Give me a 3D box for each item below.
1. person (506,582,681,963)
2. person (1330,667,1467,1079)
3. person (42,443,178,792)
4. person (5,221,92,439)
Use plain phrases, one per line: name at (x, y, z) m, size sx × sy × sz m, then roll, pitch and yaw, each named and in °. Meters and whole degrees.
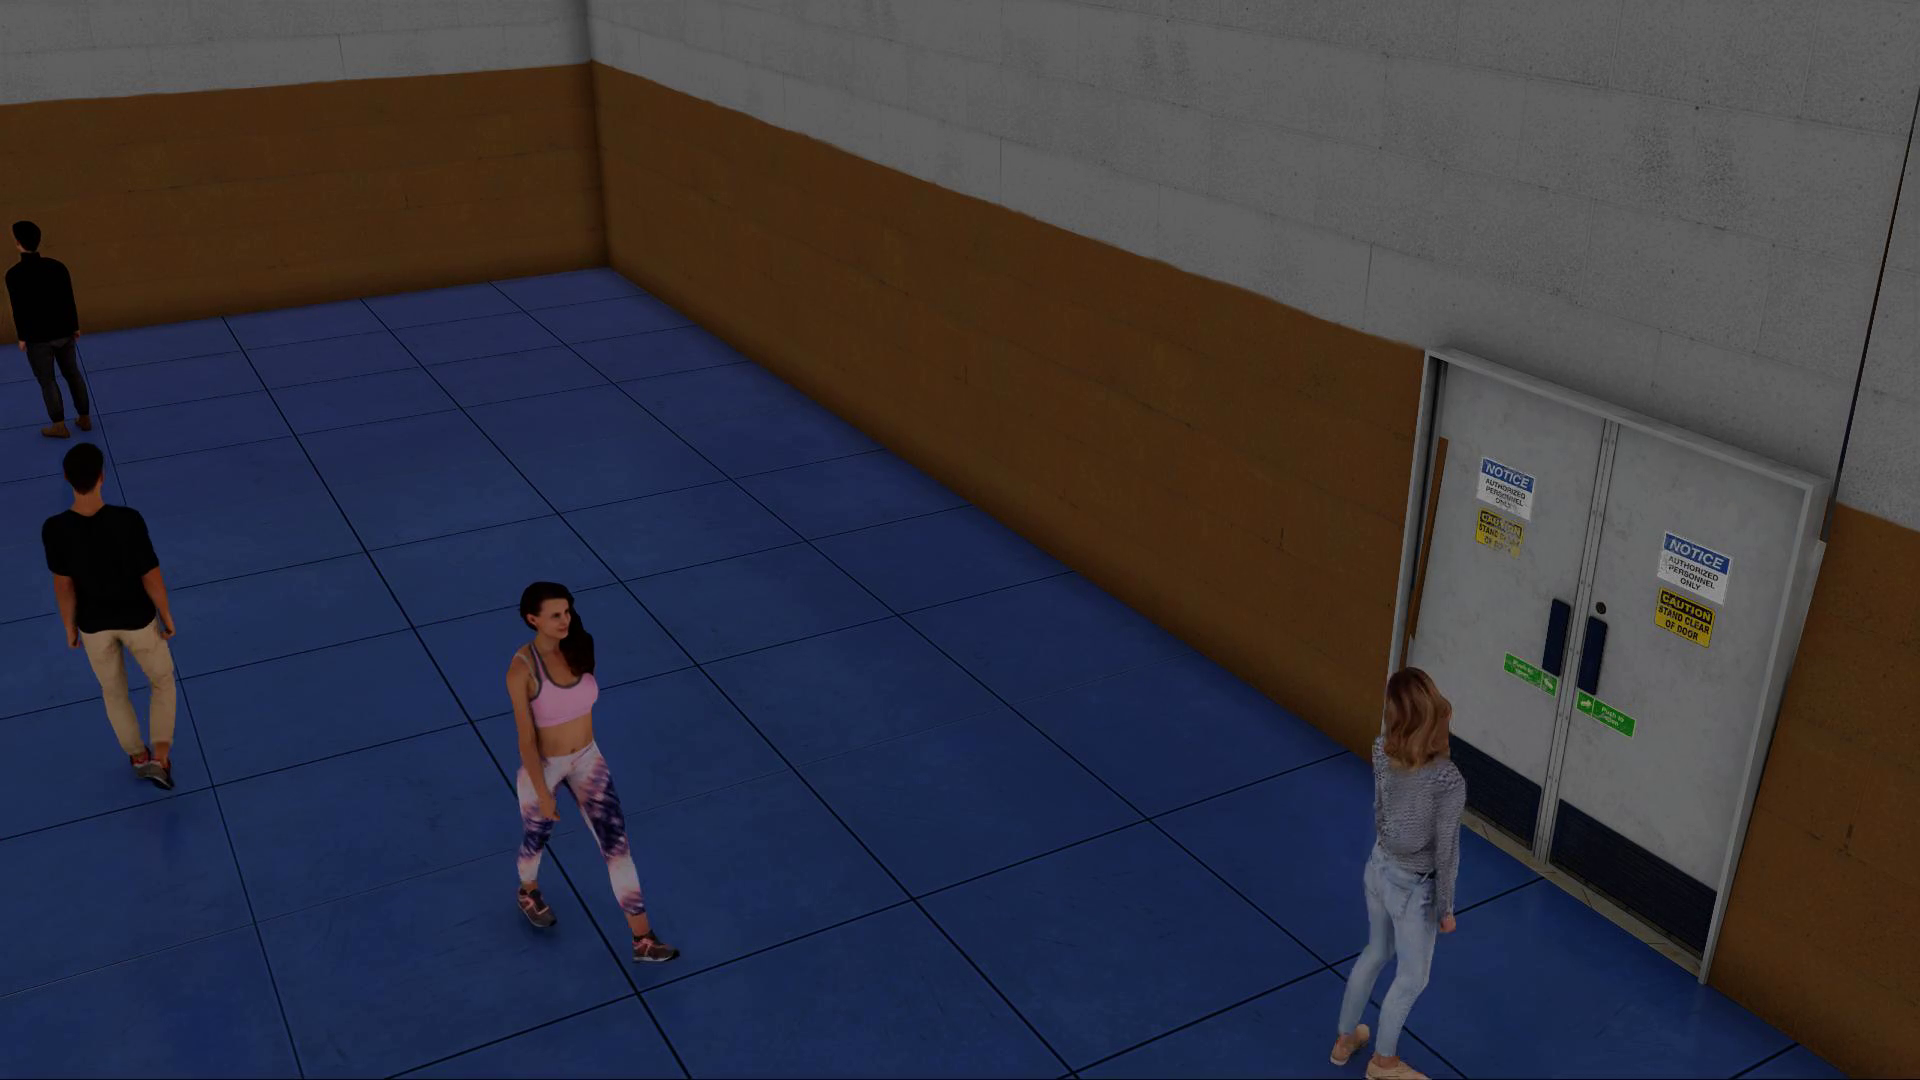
person at (-1.758, 0.991, 7.083) m, size 0.880 × 1.709 × 1.182 m, roll 21°, pitch 31°, yaw 39°
person at (1.688, 1.325, 6.245) m, size 0.604 × 1.769 × 0.672 m, roll -2°, pitch 24°, yaw -4°
person at (-4.129, 0.430, 8.164) m, size 0.916 × 1.845 × 0.793 m, roll -9°, pitch 25°, yaw -19°
person at (-7.211, -1.666, 13.137) m, size 0.785 × 1.723 × 0.638 m, roll 15°, pitch 28°, yaw 30°
